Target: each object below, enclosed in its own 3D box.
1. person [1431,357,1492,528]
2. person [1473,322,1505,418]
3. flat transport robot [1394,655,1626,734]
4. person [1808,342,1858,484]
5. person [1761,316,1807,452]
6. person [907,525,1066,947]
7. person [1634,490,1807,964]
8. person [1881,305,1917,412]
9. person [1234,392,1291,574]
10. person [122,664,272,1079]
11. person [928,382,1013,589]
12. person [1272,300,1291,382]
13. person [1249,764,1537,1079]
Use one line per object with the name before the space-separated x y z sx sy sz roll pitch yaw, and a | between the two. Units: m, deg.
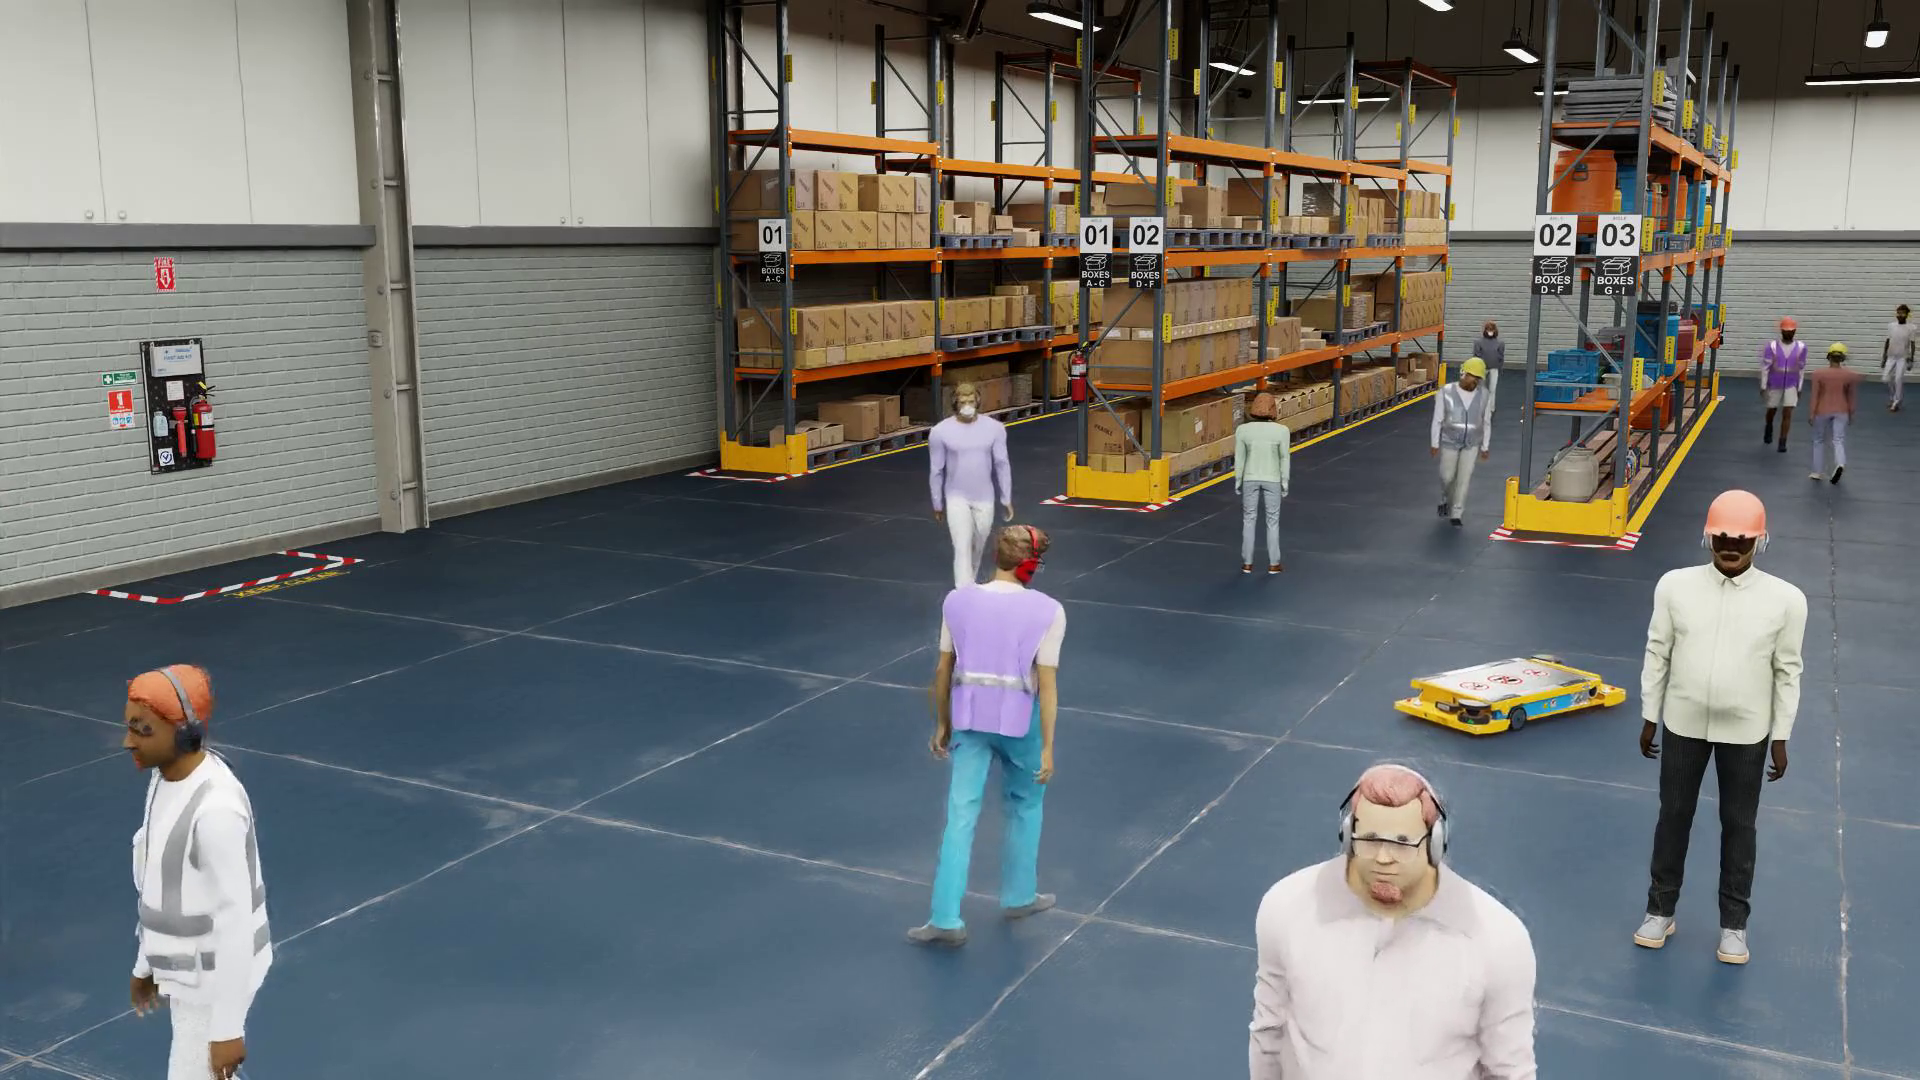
person | 5.220 -1.023 17.376 0.607 1.790 0.521 1 10 4
person | 8.878 -2.876 27.986 0.514 1.597 0.833 2 11 12
flat transport robot | 3.525 0.971 10.623 1.431 0.197 0.652 -7 12 -32
person | 10.729 -1.556 20.435 0.538 1.740 0.774 3 11 16
person | 11.637 -2.219 23.538 0.553 1.917 0.744 4 11 20
person | 0.130 0.841 7.193 0.633 1.803 0.686 3 11 18
person | 3.178 0.773 6.994 0.612 1.996 0.376 6 12 30
person | 16.116 -3.117 28.605 0.388 1.852 0.548 -8 13 -36
person | 2.718 -0.510 14.978 0.498 1.634 0.284 4 11 19
person | -2.223 1.264 4.714 0.513 1.866 0.606 -7 13 -34
person | 0.066 -0.324 13.281 0.638 1.901 1.004 -2 11 -12
person | 5.700 -3.261 29.246 0.618 1.909 1.034 6 12 28
person | 1.003 1.406 3.913 0.656 1.867 0.969 3 11 18
